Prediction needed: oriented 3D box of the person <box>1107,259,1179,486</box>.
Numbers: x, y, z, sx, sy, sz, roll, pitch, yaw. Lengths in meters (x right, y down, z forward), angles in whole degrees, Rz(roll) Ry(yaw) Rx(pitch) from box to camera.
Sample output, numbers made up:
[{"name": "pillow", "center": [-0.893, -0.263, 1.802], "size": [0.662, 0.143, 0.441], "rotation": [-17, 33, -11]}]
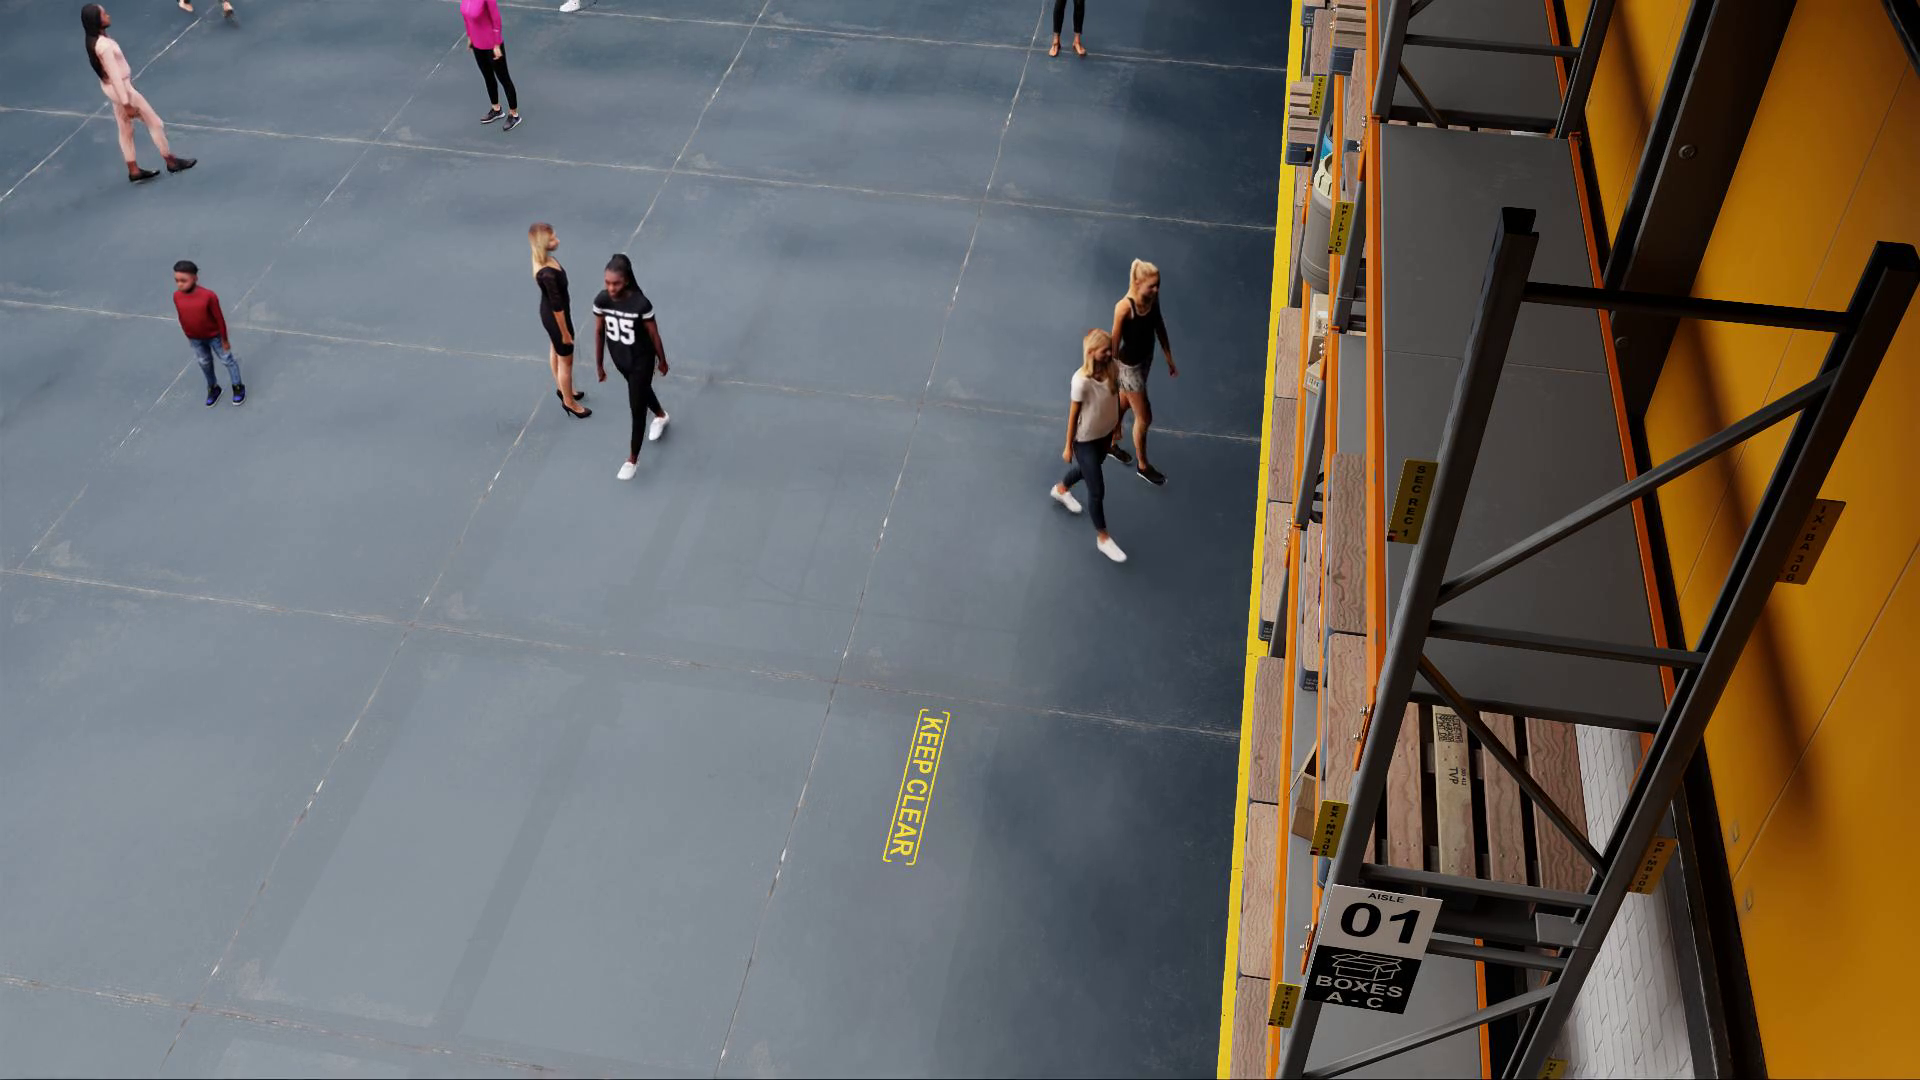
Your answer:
[{"name": "person", "center": [1.203, -1.319, 12.127], "size": [0.880, 1.825, 0.908], "rotation": [29, 51, 27]}]

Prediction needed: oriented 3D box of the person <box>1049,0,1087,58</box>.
[{"name": "person", "center": [1.147, -5.810, 16.842], "size": [0.649, 1.824, 0.597], "rotation": [-1, 44, -1]}]

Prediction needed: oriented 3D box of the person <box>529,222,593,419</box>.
[{"name": "person", "center": [-3.051, -1.669, 12.602], "size": [0.674, 1.675, 0.558], "rotation": [-14, 45, -14]}]

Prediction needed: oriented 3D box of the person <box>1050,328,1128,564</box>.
[{"name": "person", "center": [0.864, -0.744, 11.559], "size": [1.049, 1.776, 1.094], "rotation": [33, 53, 30]}]

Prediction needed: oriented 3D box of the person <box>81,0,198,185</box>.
[{"name": "person", "center": [-7.648, -3.987, 15.014], "size": [0.978, 1.706, 0.911], "rotation": [-28, 50, -26]}]

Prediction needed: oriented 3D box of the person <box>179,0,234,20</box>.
[{"name": "person", "center": [-8.109, -6.290, 17.407], "size": [1.048, 1.739, 1.138], "rotation": [31, 52, 28]}]

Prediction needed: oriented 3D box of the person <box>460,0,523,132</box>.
[{"name": "person", "center": [-4.486, -4.737, 15.814], "size": [0.674, 1.698, 0.691], "rotation": [25, 49, 24]}]

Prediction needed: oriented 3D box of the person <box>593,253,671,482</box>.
[{"name": "person", "center": [-2.379, -1.362, 12.270], "size": [0.736, 1.689, 1.167], "rotation": [12, 45, 13]}]

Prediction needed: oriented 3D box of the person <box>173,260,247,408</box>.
[{"name": "person", "center": [-5.807, -1.622, 12.858], "size": [0.535, 1.254, 0.542], "rotation": [0, 44, 0]}]
